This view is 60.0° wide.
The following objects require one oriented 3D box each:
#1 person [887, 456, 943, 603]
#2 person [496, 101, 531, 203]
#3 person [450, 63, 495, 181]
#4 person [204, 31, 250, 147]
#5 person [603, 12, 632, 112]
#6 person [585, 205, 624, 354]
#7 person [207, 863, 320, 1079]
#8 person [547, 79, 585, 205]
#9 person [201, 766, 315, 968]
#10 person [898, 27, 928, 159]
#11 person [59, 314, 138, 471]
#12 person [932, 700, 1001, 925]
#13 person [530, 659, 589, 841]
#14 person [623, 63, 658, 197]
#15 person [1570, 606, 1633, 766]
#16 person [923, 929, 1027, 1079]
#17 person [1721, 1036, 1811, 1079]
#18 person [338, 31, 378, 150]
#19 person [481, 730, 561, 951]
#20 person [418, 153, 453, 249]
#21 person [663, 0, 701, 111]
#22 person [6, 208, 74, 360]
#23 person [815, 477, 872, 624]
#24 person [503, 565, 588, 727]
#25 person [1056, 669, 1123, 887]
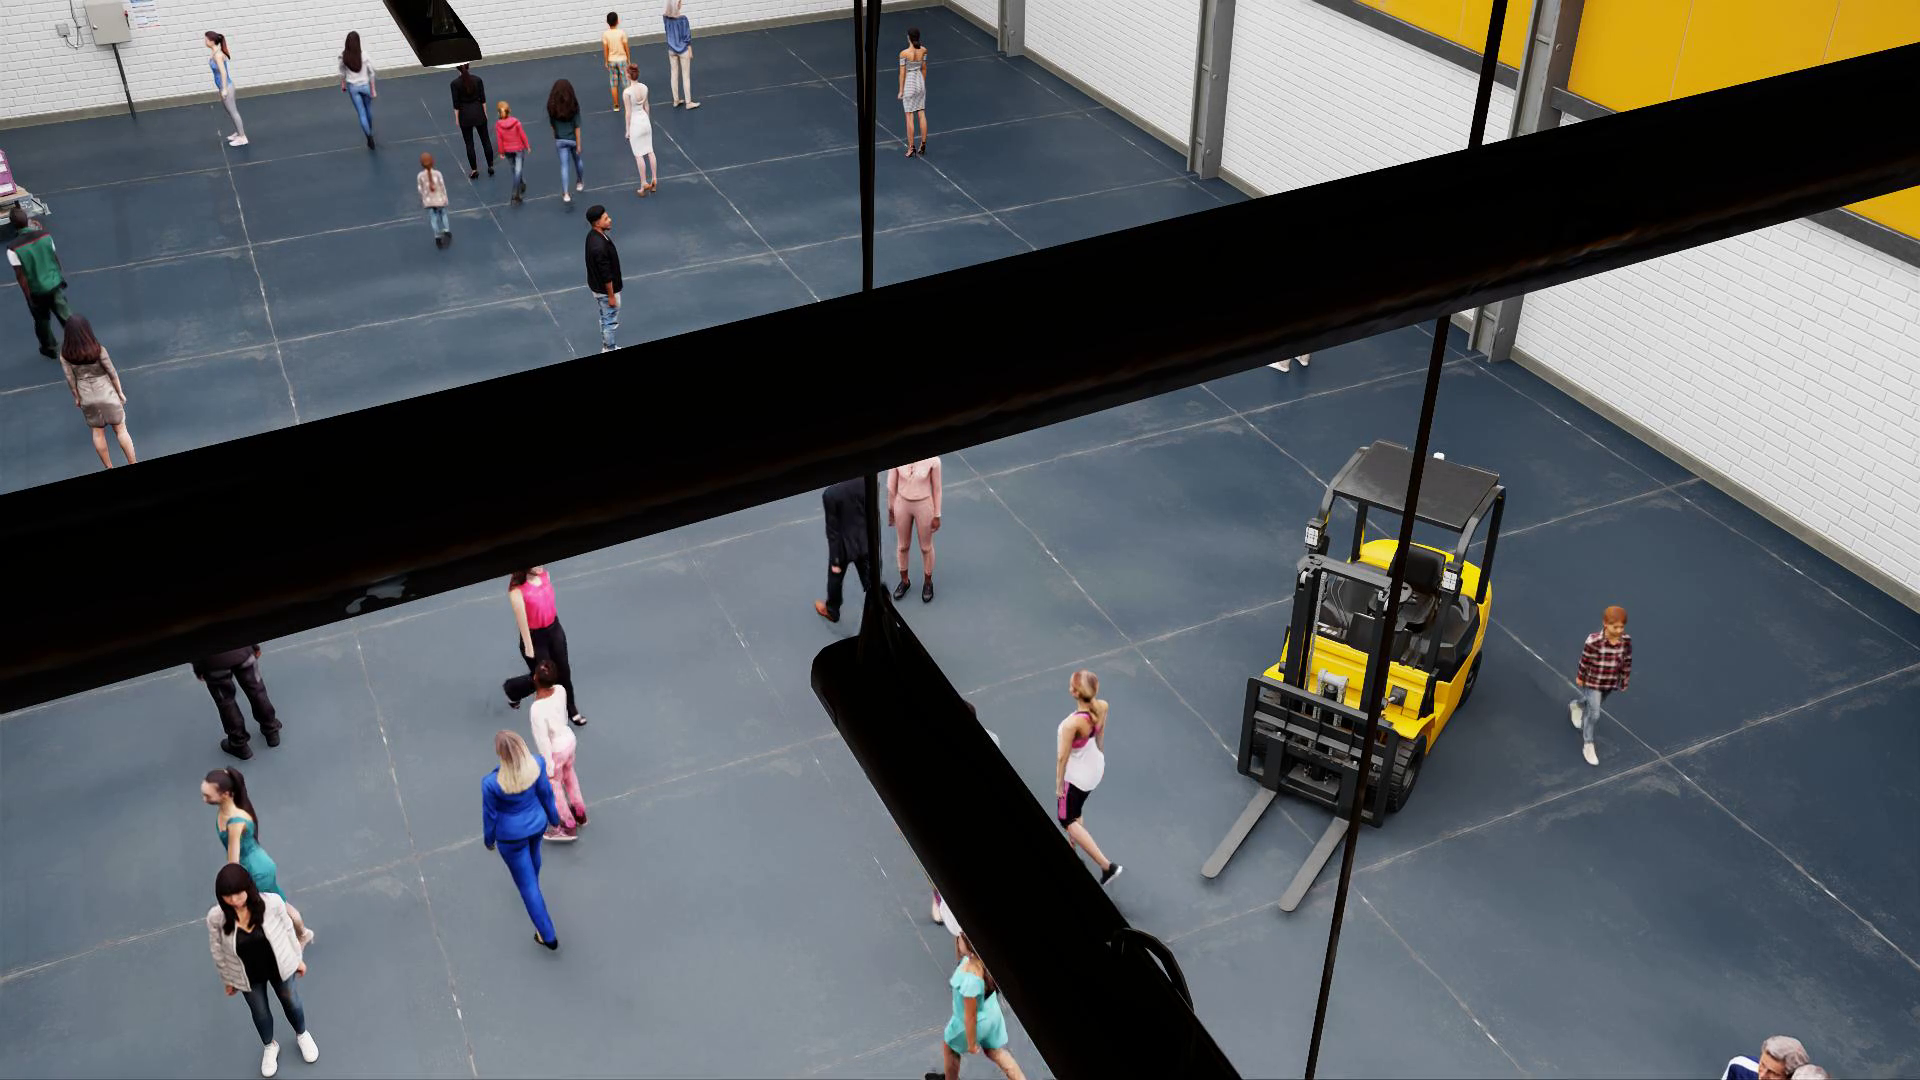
[{"bbox_3d":[-0.383,-0.252,14.267,0.699,1.720,0.729,7,34,10],"label":"person"},{"bbox_3d":[-5.910,-5.098,21.955,0.817,1.281,0.999,3,34,5],"label":"person"},{"bbox_3d":[-6.611,-5.717,22.542,0.605,1.662,0.560,-17,37,-24],"label":"person"},{"bbox_3d":[-10.458,-6.438,23.674,0.621,1.609,0.460,-14,36,-20],"label":"person"},{"bbox_3d":[-5.127,-7.166,24.902,0.582,1.461,0.572,-4,34,-5],"label":"person"},{"bbox_3d":[-3.833,-2.756,17.950,0.780,1.812,0.565,-10,35,-15],"label":"person"},{"bbox_3d":[-4.232,2.574,10.091,0.613,1.636,0.527,-15,36,-21],"label":"person"},{"bbox_3d":[-5.172,-5.198,21.836,0.811,1.577,1.170,-4,34,-6],"label":"person"},{"bbox_3d":[-4.492,2.110,10.763,0.681,1.665,0.819,-20,39,-27],"label":"person"},{"bbox_3d":[-0.637,-6.251,23.200,0.632,1.822,0.578,-20,39,-28],"label":"person"},{"bbox_3d":[-8.225,-1.347,15.891,0.633,1.746,0.559,-8,34,-12],"label":"person"},{"bbox_3d":[0.009,1.791,11.113,0.719,1.809,0.629,-8,34,-12],"label":"person"},{"bbox_3d":[-2.859,1.503,11.891,0.787,1.426,0.740,5,34,8],"label":"person"},{"bbox_3d":[-4.236,-5.428,21.988,0.632,1.793,0.645,24,41,32],"label":"person"},{"bbox_3d":[4.895,1.016,12.746,0.721,1.290,0.953,-4,34,-5],"label":"person"},{"bbox_3d":[0.169,2.837,9.789,1.087,1.532,0.902,20,38,27],"label":"person"},{"bbox_3d":[4.171,3.277,8.851,0.752,1.837,0.576,-25,41,-32],"label":"person"},{"bbox_3d":[-8.476,-6.320,23.527,0.598,1.574,1.067,-15,36,-21],"label":"person"},{"bbox_3d":[-2.849,1.983,10.956,0.842,1.662,1.129,-26,41,-33],"label":"person"},{"bbox_3d":[-6.551,-4.207,20.703,0.546,1.182,0.656,-8,34,-12],"label":"person"},{"bbox_3d":[-4.216,-7.334,24.935,0.685,1.704,0.768,17,37,23],"label":"person"},{"bbox_3d":[-9.732,-2.646,17.800,1.331,1.795,1.086,22,40,30],"label":"person"},{"bbox_3d":[-0.845,0.105,13.710,0.896,1.742,1.224,-24,41,-32],"label":"person"},{"bbox_3d":[-3.290,0.751,12.828,1.000,1.642,0.906,14,36,20],"label":"person"},{"bbox_3d":[0.882,1.657,11.349,0.806,1.770,1.013,-29,43,-36],"label":"person"}]
